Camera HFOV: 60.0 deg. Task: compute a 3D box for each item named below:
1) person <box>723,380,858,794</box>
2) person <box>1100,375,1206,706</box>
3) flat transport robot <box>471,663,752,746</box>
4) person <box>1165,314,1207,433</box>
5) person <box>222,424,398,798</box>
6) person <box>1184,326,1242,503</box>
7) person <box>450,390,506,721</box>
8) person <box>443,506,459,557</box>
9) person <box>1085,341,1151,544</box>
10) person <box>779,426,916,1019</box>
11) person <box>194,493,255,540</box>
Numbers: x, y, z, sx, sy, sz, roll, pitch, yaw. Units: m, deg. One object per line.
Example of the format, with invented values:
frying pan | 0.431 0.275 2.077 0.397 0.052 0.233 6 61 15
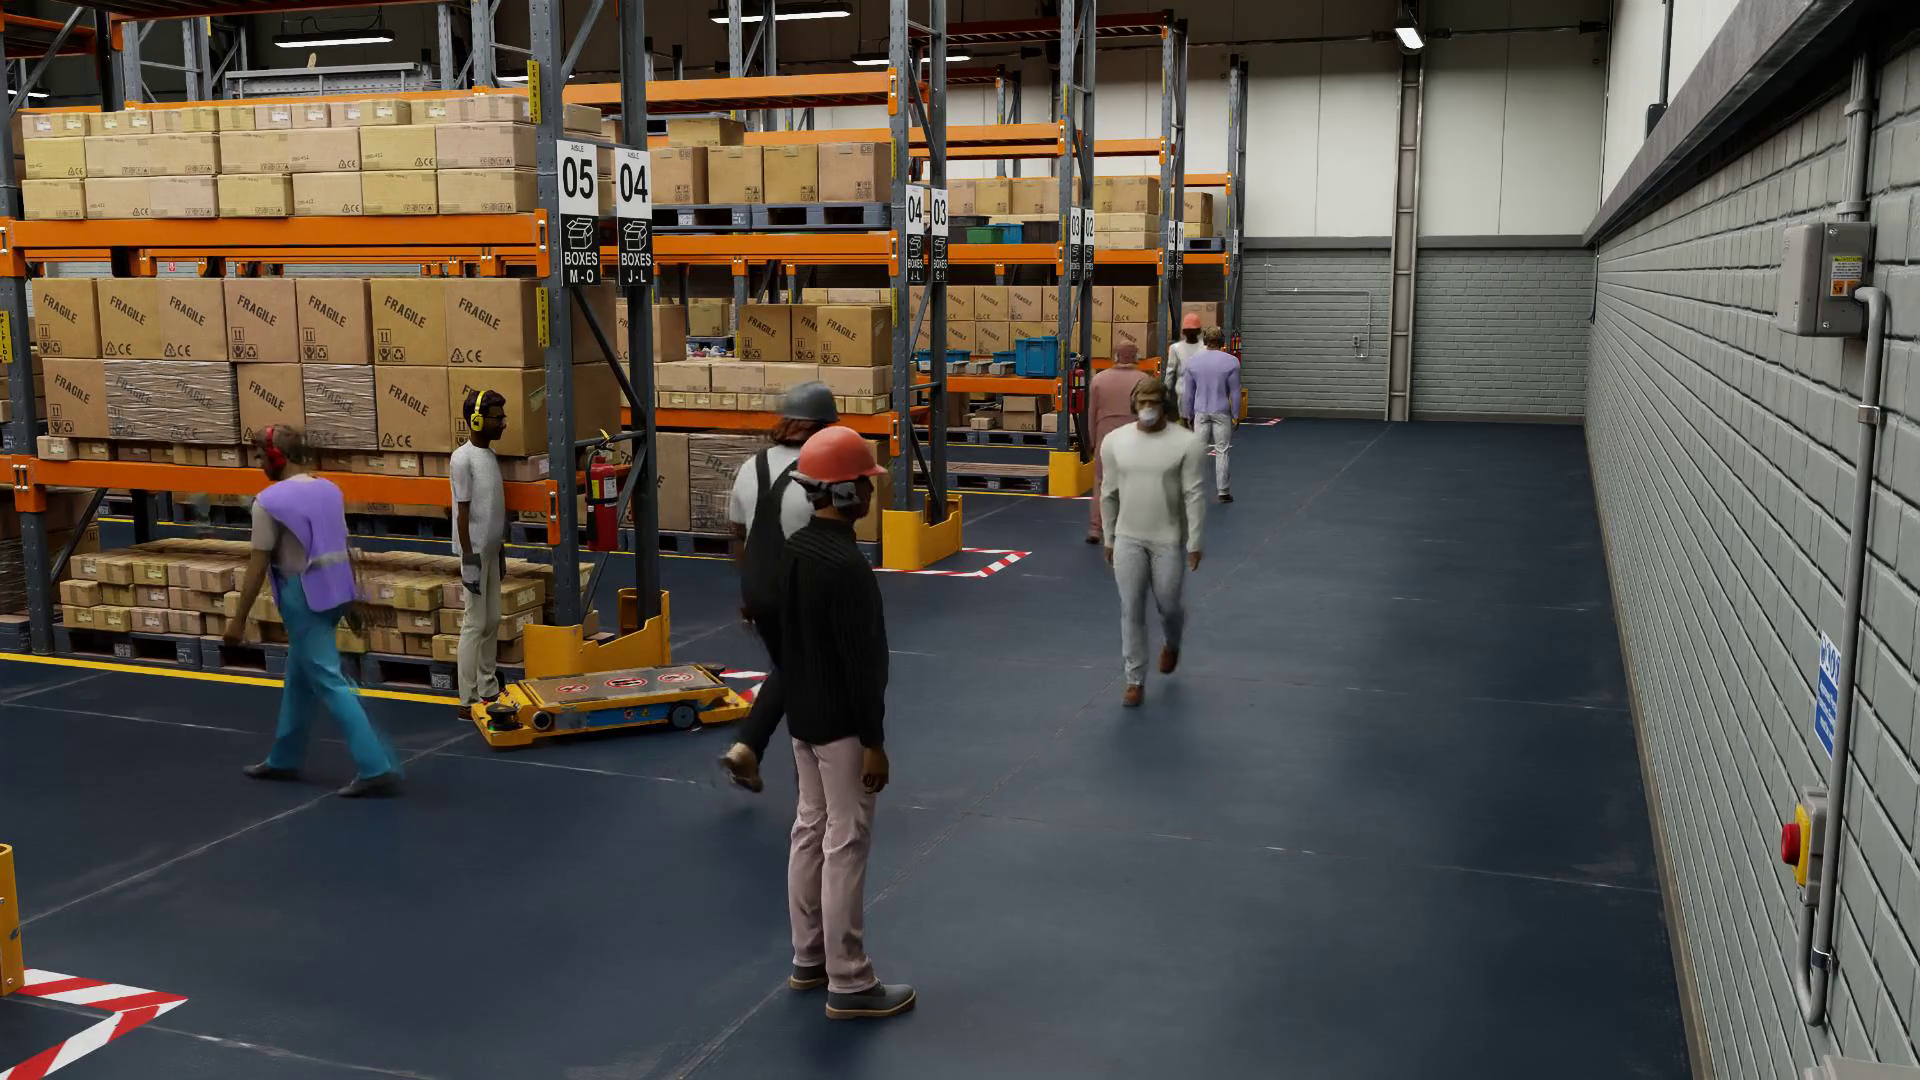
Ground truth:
person | -0.746 0.252 7.750 0.721 2.000 0.616 7 11 37
person | 1.146 -0.021 9.834 0.630 1.921 0.760 3 10 17
flat transport robot | -1.934 0.895 9.241 1.431 0.197 0.652 -4 10 -24
person | 2.978 -1.928 21.537 0.631 1.990 1.070 3 10 20
person | -3.113 0.337 8.007 0.912 1.795 0.602 2 9 9
person | 2.757 -1.363 18.148 0.631 1.940 0.372 4 10 21
person | -2.664 0.092 9.324 0.333 1.860 0.509 1 9 6
person | -4.036 -0.622 13.263 0.411 2.029 0.604 2 9 10
person | 1.488 -0.874 15.262 0.730 1.888 0.492 2 9 11
person | -0.409 0.612 5.639 0.375 1.997 0.612 -5 10 -28
person | -6.687 -0.879 15.272 0.975 1.897 0.636 4 10 21
